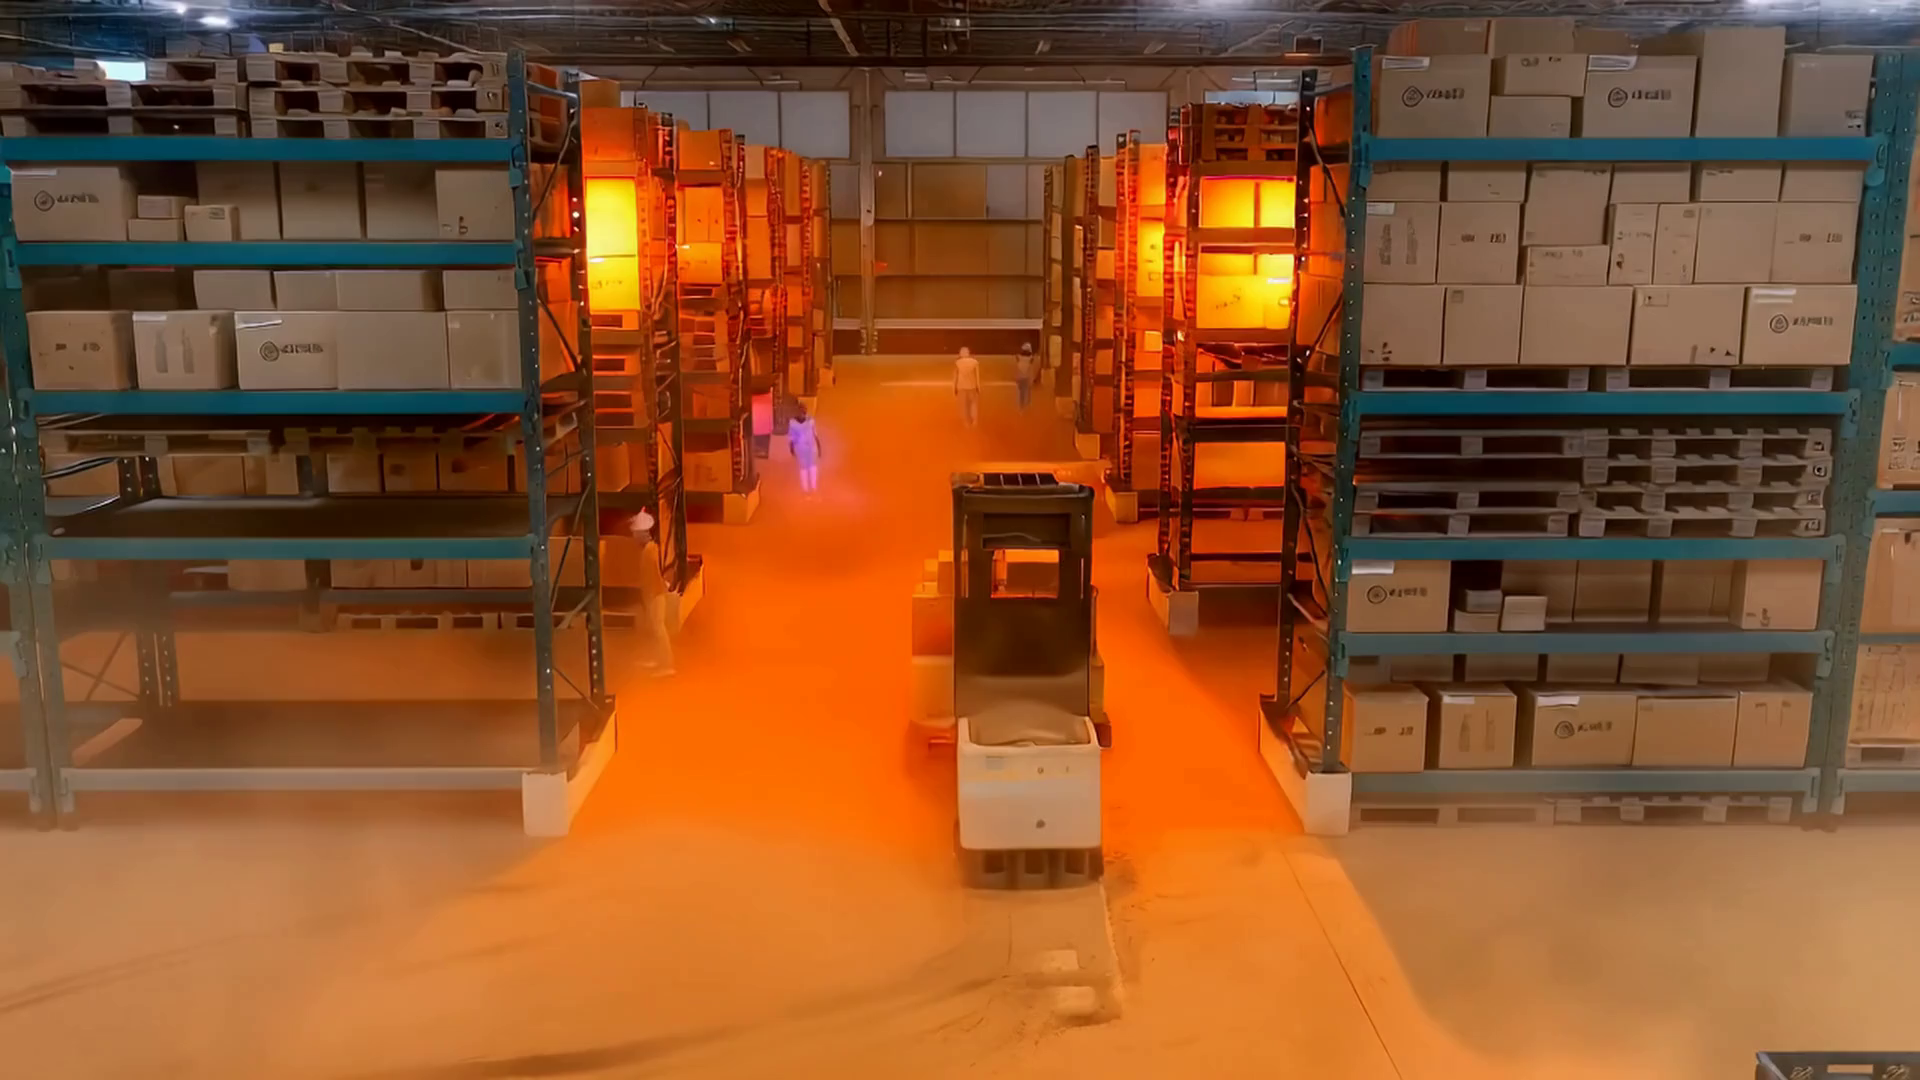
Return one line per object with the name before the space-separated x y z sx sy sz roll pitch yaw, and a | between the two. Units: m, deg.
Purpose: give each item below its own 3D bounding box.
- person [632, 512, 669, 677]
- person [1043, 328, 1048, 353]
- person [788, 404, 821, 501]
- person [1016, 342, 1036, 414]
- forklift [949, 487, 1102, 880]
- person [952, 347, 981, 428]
person | -3.287 0.570 17.653 0.326 1.766 0.533 -3 12 -13
person | 2.799 -5.736 48.612 0.660 1.875 0.816 10 15 41
person | -2.609 -1.467 27.958 0.558 1.669 0.508 -5 12 -22
person | 1.586 -3.928 40.101 0.494 1.700 0.893 0 11 1
forklift | 0.495 0.986 12.813 1.129 2.768 1.873 0 11 -2
person | 0.140 -3.412 37.243 0.653 1.822 0.432 -3 12 -15
